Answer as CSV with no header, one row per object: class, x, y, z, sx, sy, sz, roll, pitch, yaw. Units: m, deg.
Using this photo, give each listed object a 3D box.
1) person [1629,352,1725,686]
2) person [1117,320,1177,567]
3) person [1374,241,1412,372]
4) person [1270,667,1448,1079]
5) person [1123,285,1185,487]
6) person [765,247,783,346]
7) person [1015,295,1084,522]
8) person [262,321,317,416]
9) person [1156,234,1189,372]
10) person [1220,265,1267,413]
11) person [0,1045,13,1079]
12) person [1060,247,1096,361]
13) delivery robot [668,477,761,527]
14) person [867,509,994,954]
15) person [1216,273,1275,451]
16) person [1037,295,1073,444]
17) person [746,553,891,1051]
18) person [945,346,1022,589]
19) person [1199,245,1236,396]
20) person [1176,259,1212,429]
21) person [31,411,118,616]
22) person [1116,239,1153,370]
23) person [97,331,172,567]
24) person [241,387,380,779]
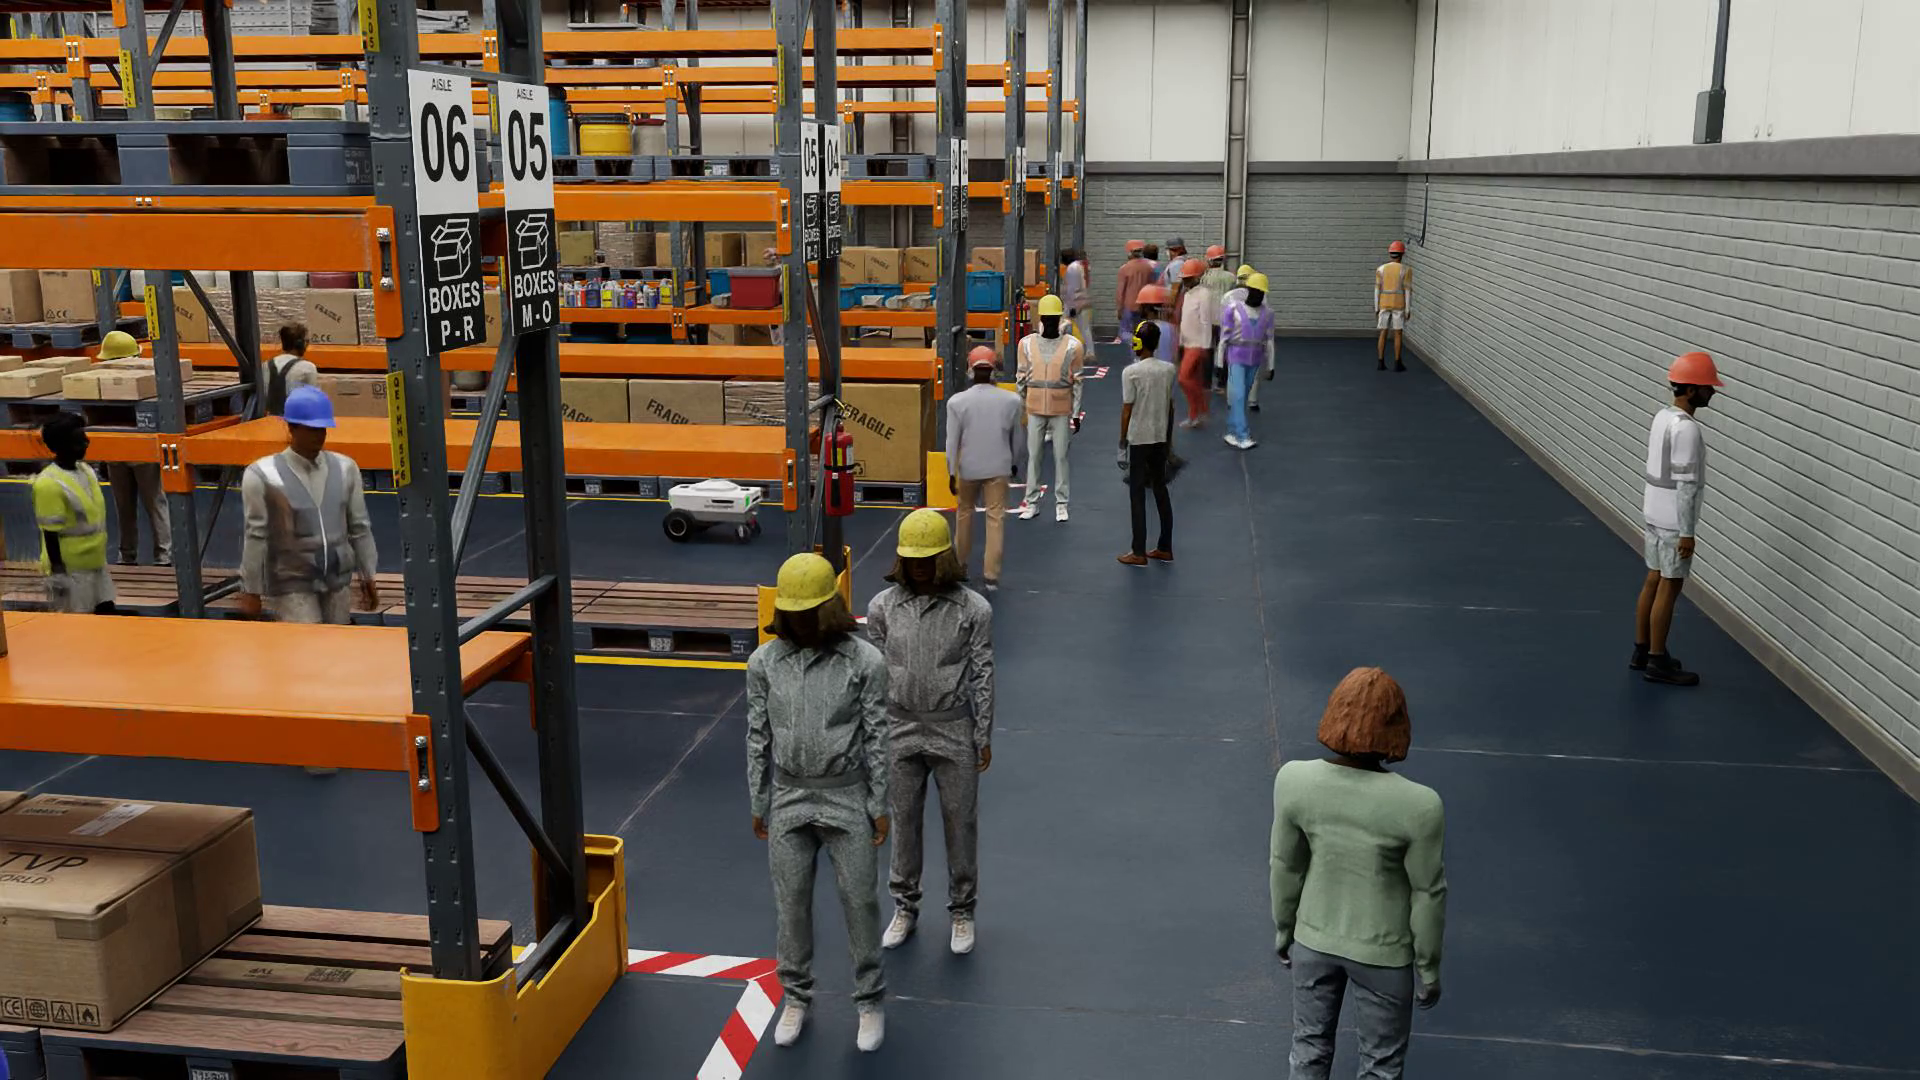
person,4.181,-0.128,9.684,0.362,1.935,0.553,1,13,6
person,1.410,-0.728,12.582,0.508,1.861,0.325,-8,15,-32
person,6.481,-3.491,24.873,0.552,1.932,0.377,7,15,30
person,1.099,1.145,4.630,0.499,1.634,0.279,8,15,34
person,1.823,-1.418,15.550,0.601,1.917,0.556,9,15,36
person,-2.620,-3.171,23.497,0.409,1.906,0.642,-2,13,-7
person,0.757,-1.119,14.176,0.589,1.930,0.355,3,13,13
person,-5.304,-0.787,12.992,0.560,1.811,0.804,3,13,15
person,3.167,-3.542,24.860,0.537,2.000,0.679,4,13,16
person,3.510,-2.479,20.560,0.586,1.823,0.403,3,13,13
person,-1.295,1.511,2.270,0.605,1.944,0.403,4,13,16
person,1.678,-3.674,26.044,0.982,1.781,0.672,3,13,15
delivery robot,-1.983,-0.319,13.480,0.707,0.478,0.477,3,13,11
person,-0.116,0.730,6.284,0.486,1.737,0.342,2,13,9
person,3.106,-1.894,17.783,0.610,1.876,0.946,-4,13,-18
person,1.032,-1.851,18.161,0.319,1.630,0.528,-11,17,-42
person,-0.477,0.883,5.592,0.494,1.730,0.324,2,13,8
person,0.162,-0.552,12.087,0.577,1.712,0.826,-1,13,-6
person,3.390,-2.924,22.177,0.617,1.992,0.391,-7,14,-29
person,2.663,-2.245,19.161,0.511,1.967,0.664,-3,13,-11
person,-4.922,0.120,9.157,0.603,1.678,0.535,0,12,-1
person,2.607,-3.454,24.639,0.618,1.973,0.588,-6,14,-25
person,-6.019,-0.607,12.101,0.587,1.826,0.404,2,13,9
person,-3.140,0.212,8.166,0.617,1.924,0.646,10,16,38
